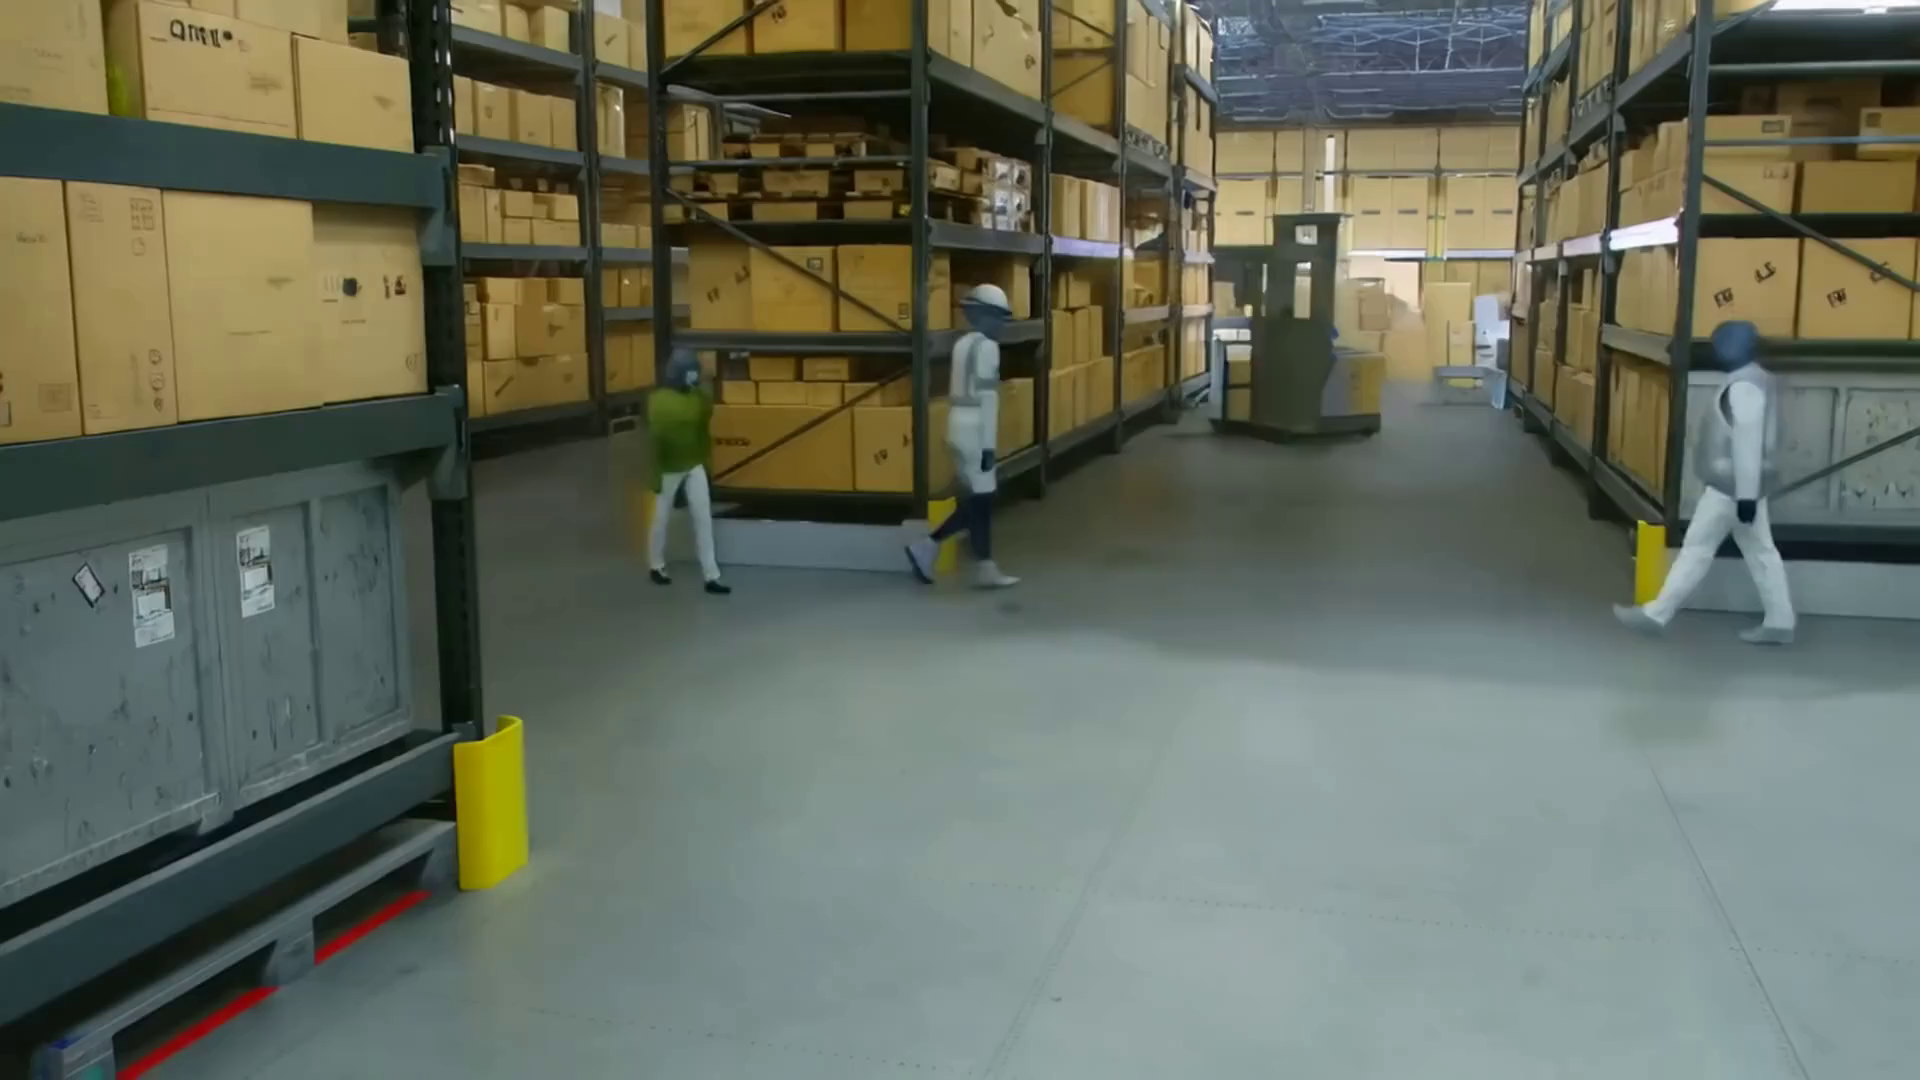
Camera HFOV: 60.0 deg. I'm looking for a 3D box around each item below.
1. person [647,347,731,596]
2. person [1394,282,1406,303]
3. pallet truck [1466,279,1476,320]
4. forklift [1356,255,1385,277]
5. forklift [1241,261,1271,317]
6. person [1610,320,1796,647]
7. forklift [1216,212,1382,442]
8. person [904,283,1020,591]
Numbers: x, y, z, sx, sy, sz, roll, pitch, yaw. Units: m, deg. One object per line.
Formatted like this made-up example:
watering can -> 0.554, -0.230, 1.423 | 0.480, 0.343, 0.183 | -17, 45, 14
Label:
person -> -1.788, -0.450, 10.735 | 0.513, 1.586, 0.851 | -7, 11, -38
person -> 14.108, -7.398, 53.861 | 0.906, 1.902, 0.666 | 8, 12, 42
pallet truck -> 18.896, -8.459, 60.307 | 1.885, 1.965, 0.823 | 5, 10, 31
forklift -> 14.147, -8.466, 57.559 | 1.129, 2.768, 1.873 | -2, 9, -11
forklift -> 10.551, -8.662, 58.805 | 1.129, 2.768, 1.873 | 2, 9, 15
person -> 4.189, -0.307, 9.177 | 0.980, 1.787, 0.656 | 5, 10, 28
forklift -> 4.299, -2.687, 20.846 | 1.873, 2.768, 1.129 | -5, 10, -30
person -> 0.018, -0.656, 10.733 | 0.741, 1.989, 0.705 | -3, 9, -19
